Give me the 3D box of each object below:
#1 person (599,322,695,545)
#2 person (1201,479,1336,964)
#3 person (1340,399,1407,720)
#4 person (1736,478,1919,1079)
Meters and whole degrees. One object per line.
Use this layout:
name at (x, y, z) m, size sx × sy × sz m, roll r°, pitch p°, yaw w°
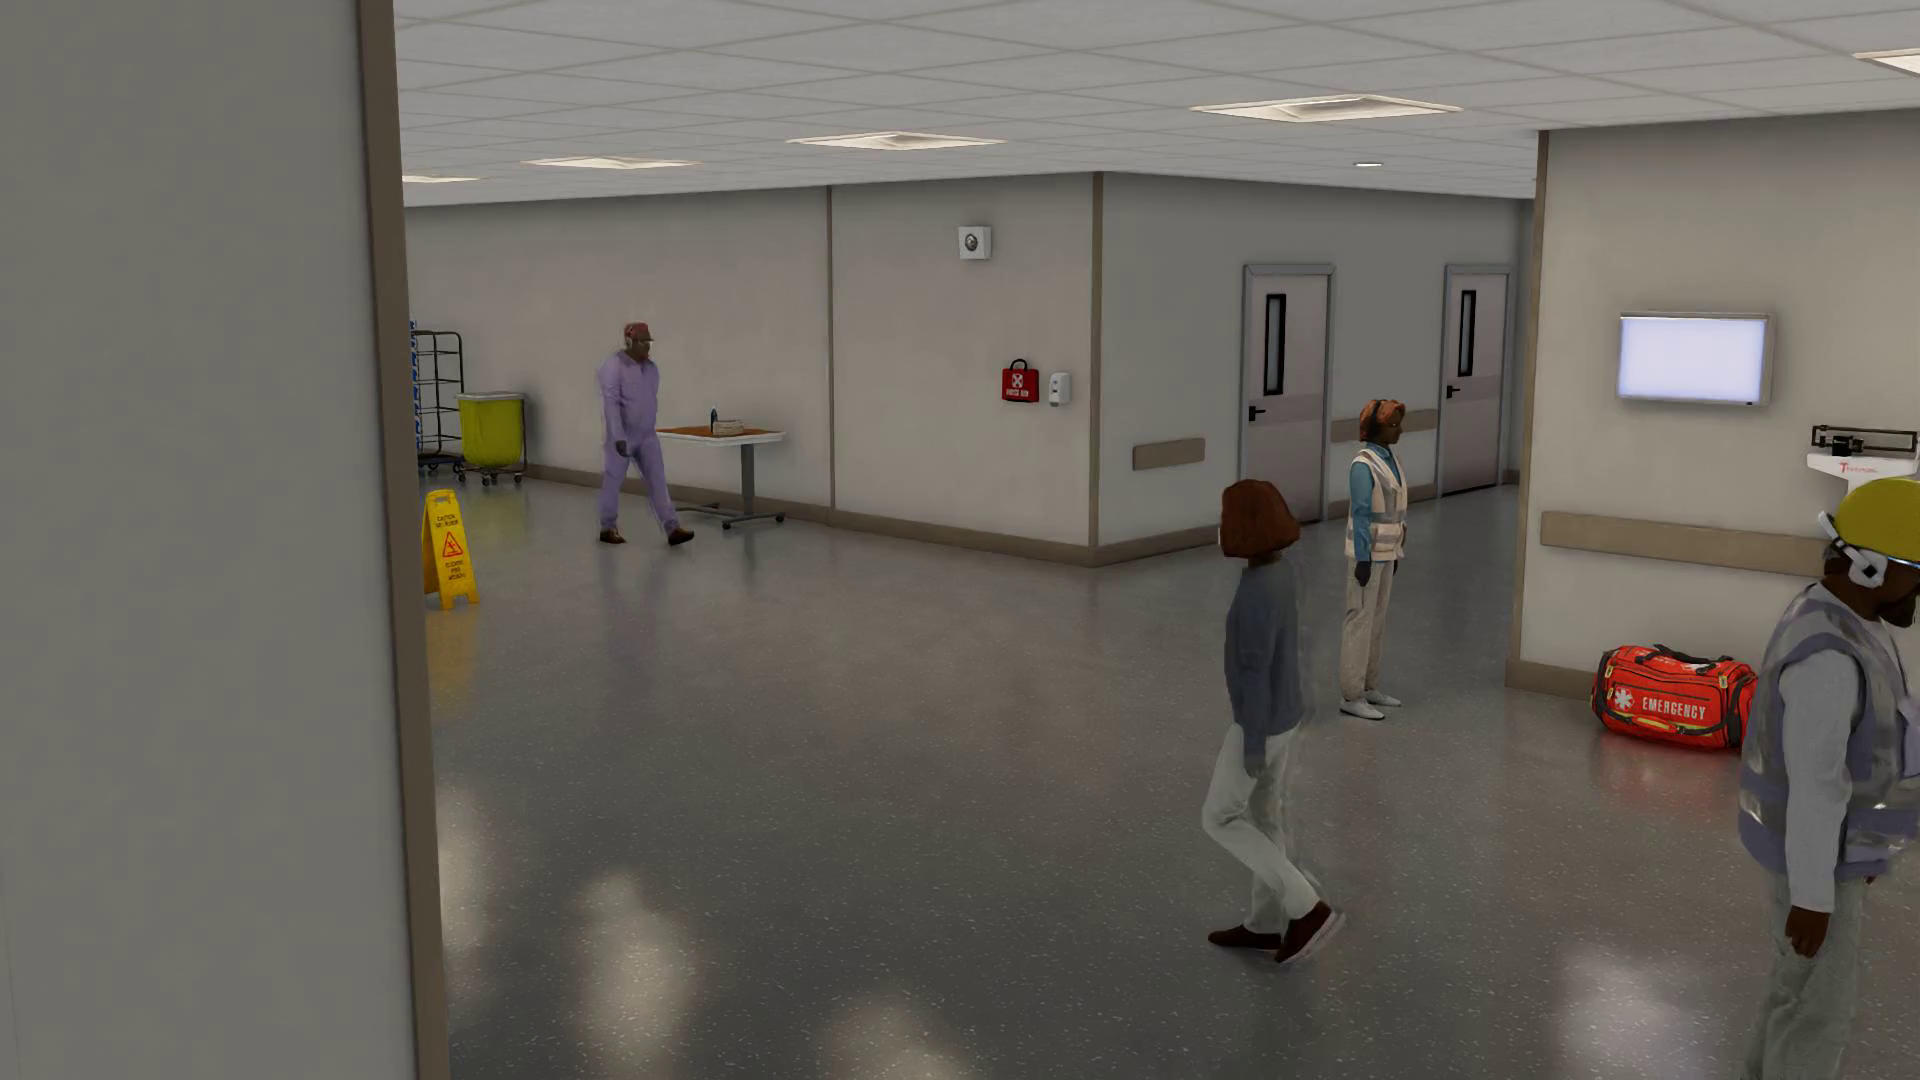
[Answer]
person at (-2.666, -0.858, 13.765) m, size 0.966 × 1.855 × 0.647 m, roll 7°, pitch 12°, yaw 38°
person at (0.999, 0.610, 5.468) m, size 0.391 × 1.625 × 0.512 m, roll 4°, pitch 10°, yaw 22°
person at (2.138, 0.090, 8.585) m, size 0.307 × 1.639 × 0.525 m, roll 6°, pitch 11°, yaw 31°
person at (2.106, 0.747, 4.039) m, size 0.451 × 1.811 × 0.626 m, roll 6°, pitch 11°, yaw 31°
